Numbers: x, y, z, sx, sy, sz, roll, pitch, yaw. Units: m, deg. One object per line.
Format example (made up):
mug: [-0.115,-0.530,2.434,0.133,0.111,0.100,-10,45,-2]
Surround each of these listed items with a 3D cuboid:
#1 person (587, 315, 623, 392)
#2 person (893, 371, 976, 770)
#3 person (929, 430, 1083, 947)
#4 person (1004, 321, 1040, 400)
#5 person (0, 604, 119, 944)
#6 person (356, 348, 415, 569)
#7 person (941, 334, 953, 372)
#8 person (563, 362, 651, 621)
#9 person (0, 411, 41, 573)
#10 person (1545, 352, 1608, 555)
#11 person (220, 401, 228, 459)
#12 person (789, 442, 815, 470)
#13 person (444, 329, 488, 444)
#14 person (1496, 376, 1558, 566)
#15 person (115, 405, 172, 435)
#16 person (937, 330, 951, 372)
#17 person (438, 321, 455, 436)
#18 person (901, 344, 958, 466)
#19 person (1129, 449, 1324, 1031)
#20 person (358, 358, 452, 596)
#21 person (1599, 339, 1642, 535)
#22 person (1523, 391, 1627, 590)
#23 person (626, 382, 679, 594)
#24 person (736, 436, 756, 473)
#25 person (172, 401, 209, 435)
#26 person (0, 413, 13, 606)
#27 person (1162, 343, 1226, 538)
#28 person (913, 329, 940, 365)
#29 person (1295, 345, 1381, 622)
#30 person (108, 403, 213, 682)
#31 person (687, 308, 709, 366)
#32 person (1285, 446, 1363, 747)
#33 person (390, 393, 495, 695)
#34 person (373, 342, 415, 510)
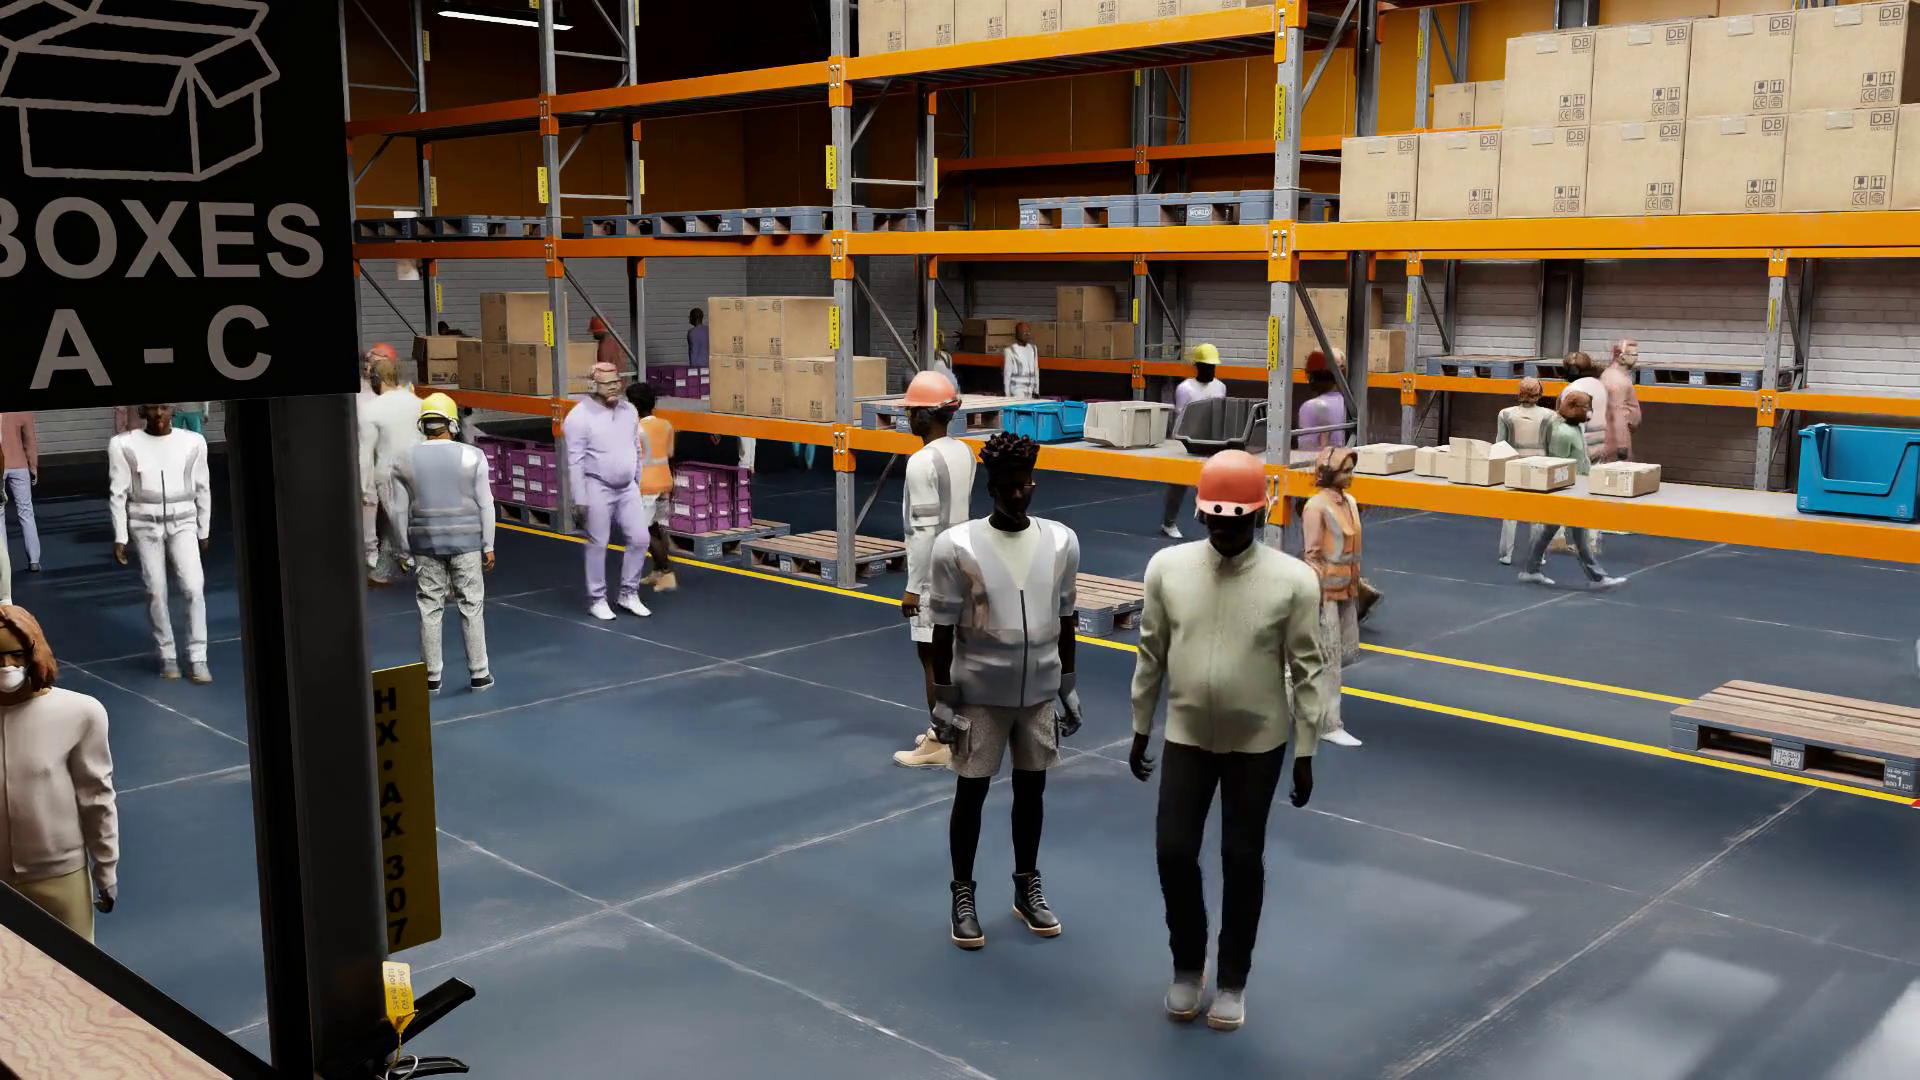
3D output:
person: [-4.610,-1.967,21.833,0.493,1.965,0.743,0,9,2]
person: [-0.146,0.157,8.540,0.373,2.043,0.615,4,10,22]
person: [0.180,0.559,6.313,0.614,1.963,0.362,-3,10,-20]
person: [0.774,-2.029,22.509,0.778,1.863,0.571,9,13,43]
person: [-2.689,0.978,4.792,0.492,1.625,0.282,-4,10,-24]
person: [-4.889,-0.677,14.116,0.633,1.884,0.683,7,11,36]
person: [-0.296,-2.054,23.100,0.493,1.711,0.810,-7,11,-35]
person: [-2.509,-0.339,12.063,0.600,1.885,0.668,9,13,43]
person: [-8.004,-0.580,13.909,0.533,1.767,0.327,-9,13,-44]
person: [5.498,-0.774,14.946,0.648,1.824,0.609,-7,11,-35]
person: [-9.792,-2.066,22.498,0.552,1.934,0.373,-1,9,-9]
person: [-1.990,-1.795,21.187,0.561,1.829,0.445,-1,9,-8]
person: [-6.162,-1.764,21.004,0.608,1.817,0.655,-2,10,-14]
person: [4.870,-0.583,14.317,0.523,1.640,0.306,3,10,20]
person: [-8.589,-1.149,17.508,0.537,1.733,0.867,-5,11,-28]
person: [-0.265,-1.629,20.131,0.338,1.844,0.529,4,10,21]
person: [-6.894,-1.987,22.236,0.530,1.864,0.311,-8,12,-40]
person: [-0.255,-0.980,15.880,0.633,1.923,0.707,-8,12,-40]
person: [0.873,0.676,5.577,0.667,1.967,0.528,3,10,18]
person: [-4.351,-0.464,12.881,1.063,1.880,0.632,4,10,25]
person: [6.346,-0.984,16.005,0.433,1.888,0.665,3,10,16]
person: [4.934,-0.394,13.282,0.842,1.587,0.519,5,11,30]
person: [-2.443,-0.406,13.111,0.563,1.675,0.553,4,10,24]
person: [-2.730,-1.719,20.658,0.429,1.845,0.621,1,9,8]
person: [-9.207,-1.516,19.732,0.543,1.736,0.507,-3,10,-19]
person: [-7.288,-0.367,12.275,0.328,1.875,0.513,4,10,22]
person: [2.231,-0.902,15.568,0.611,1.878,1.003,-5,11,-29]
person: [-0.420,-1.594,19.812,0.311,1.869,0.530,-6,11,-34]
person: [2.688,-0.393,12.016,0.613,2.019,0.888,-9,13,-42]
person: [-4.891,-0.025,10.229,0.584,1.858,0.737,-5,11,-29]
person: [-4.160,-2.734,26.589,0.362,1.938,0.631,3,10,20]
person: [1.953,0.290,9.008,0.526,1.626,0.518,8,12,39]
person: [-3.092,0.028,10.012,0.588,1.822,0.403,-2,9,-10]
person: [-5.137,-0.832,15.022,0.547,1.913,0.440,-9,13,-43]
